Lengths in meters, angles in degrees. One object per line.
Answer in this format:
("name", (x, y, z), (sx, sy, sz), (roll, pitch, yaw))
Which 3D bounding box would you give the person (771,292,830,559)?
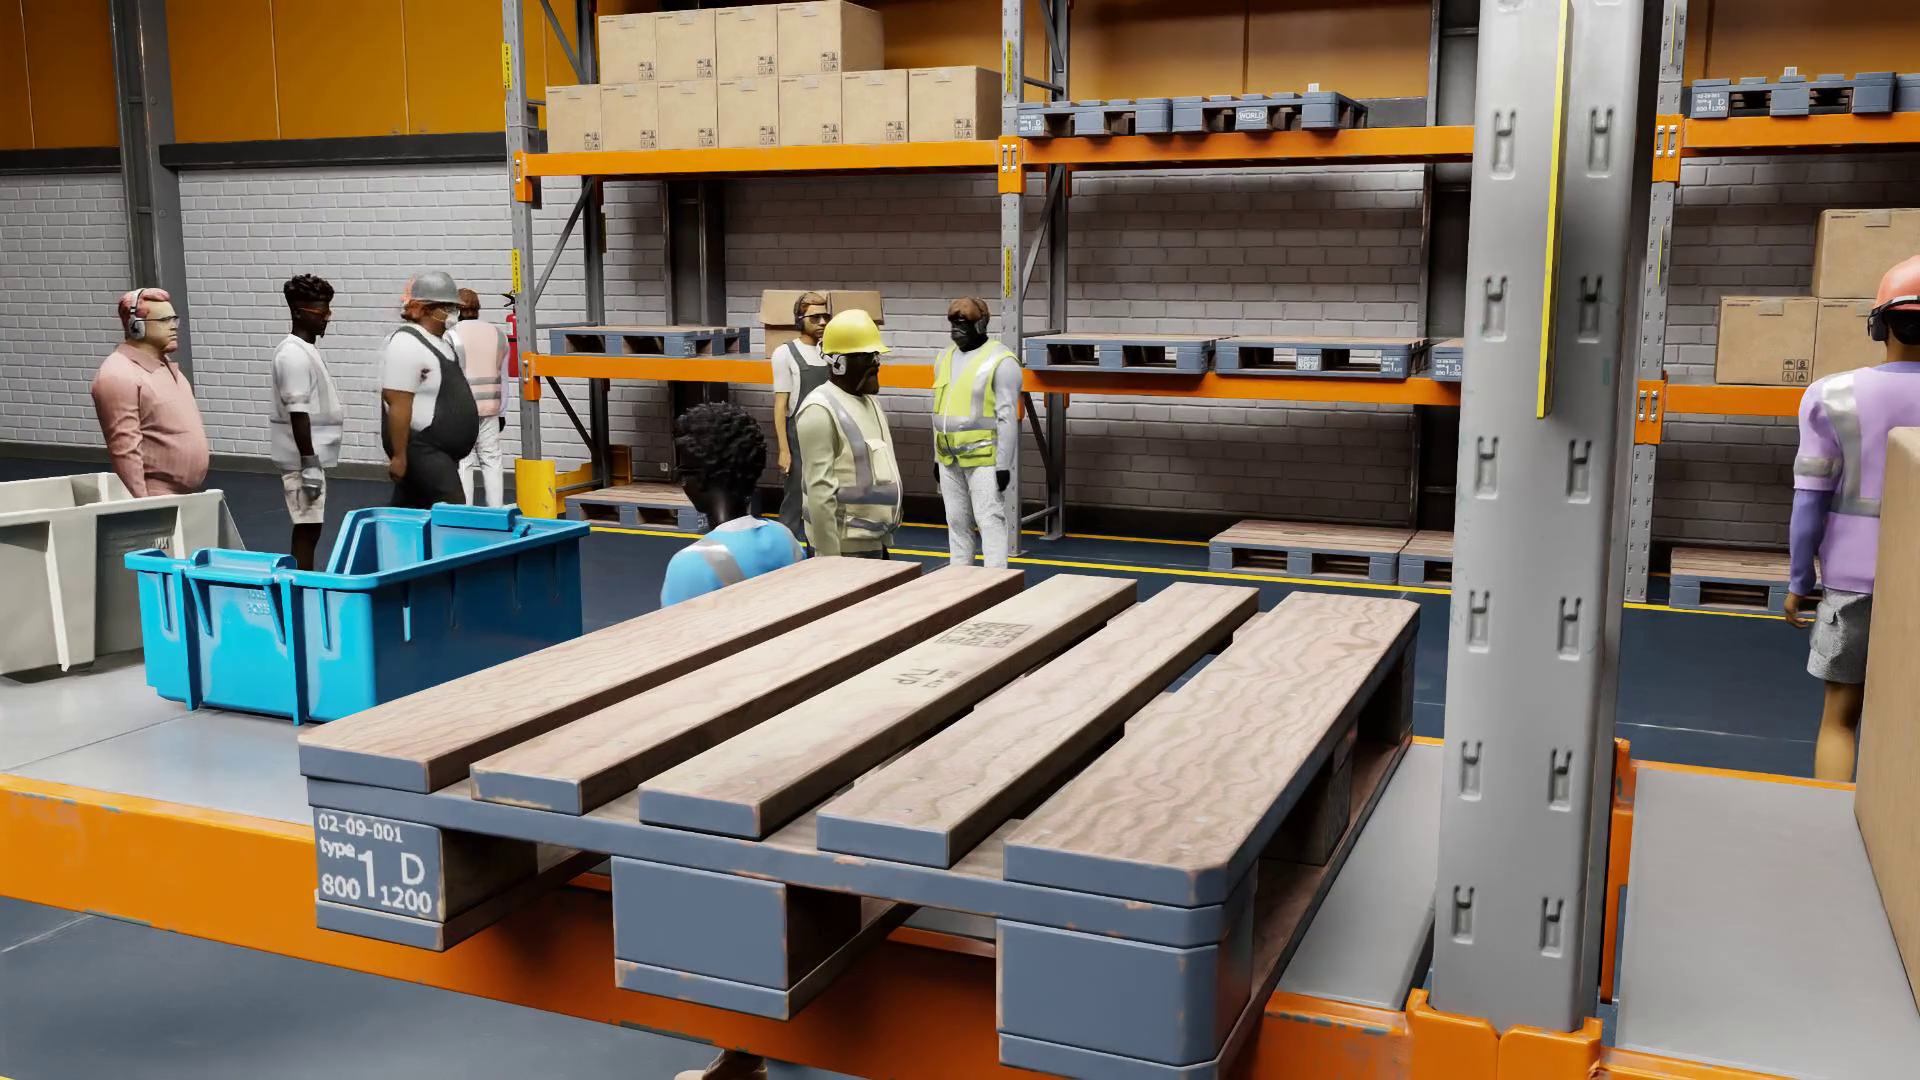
("person", (-0.896, -0.558, 9.998), (0.344, 1.847, 0.504), (8, 13, 41))

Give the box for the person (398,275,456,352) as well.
("person", (-3.516, -0.784, 11.066), (0.349, 1.942, 0.545), (-5, 11, -27))

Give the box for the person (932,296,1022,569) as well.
("person", (0.064, -0.459, 9.454), (0.429, 1.835, 0.624), (-9, 13, -44))

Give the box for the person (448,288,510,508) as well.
("person", (-3.641, -0.942, 12.347), (0.429, 1.837, 0.622), (8, 13, 41))

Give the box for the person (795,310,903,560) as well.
("person", (-0.434, -0.017, 6.799), (0.404, 1.833, 0.588), (3, 10, 18))

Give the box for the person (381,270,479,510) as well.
("person", (-3.172, -0.607, 9.710), (1.002, 2.000, 0.683), (-1, 10, -6))

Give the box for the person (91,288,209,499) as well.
("person", (-3.583, -0.168, 7.481), (0.407, 1.910, 0.638), (-1, 10, -6))

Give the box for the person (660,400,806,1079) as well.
("person", (-0.544, 0.513, 4.017), (0.317, 1.698, 0.540), (3, 10, 19))

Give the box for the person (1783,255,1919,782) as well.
("person", (3.001, 0.116, 5.369), (0.615, 2.043, 0.373), (4, 10, 22))

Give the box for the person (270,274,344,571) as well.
("person", (-3.480, -0.432, 8.895), (0.371, 1.961, 0.602), (-3, 10, -18))
